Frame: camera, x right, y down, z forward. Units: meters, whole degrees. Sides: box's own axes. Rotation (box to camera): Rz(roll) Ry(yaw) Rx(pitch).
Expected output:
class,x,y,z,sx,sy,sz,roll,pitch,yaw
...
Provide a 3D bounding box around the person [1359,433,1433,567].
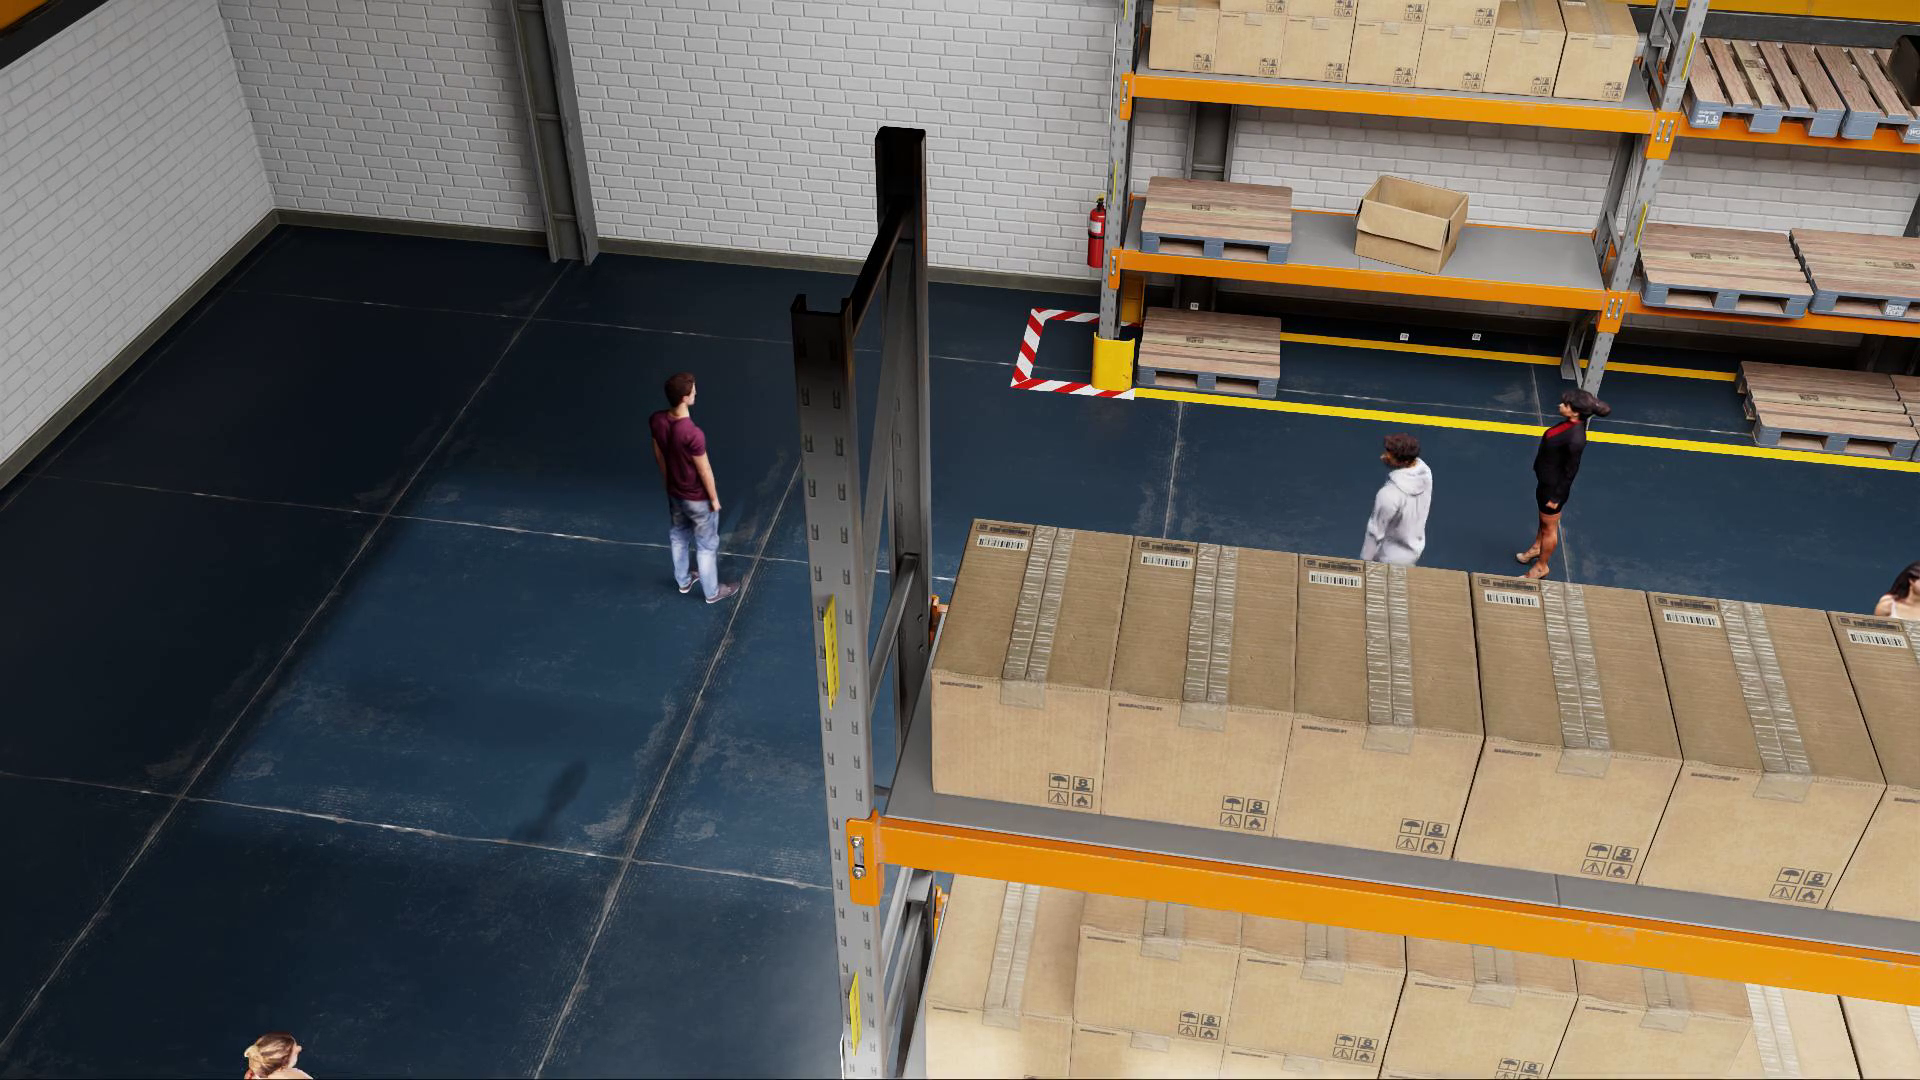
class,x,y,z,sx,sy,sz,roll,pitch,yaw
person,2.981,0.069,11.120,0.887,1.898,0.867,-27,46,-30

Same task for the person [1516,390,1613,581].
class,x,y,z,sx,sy,sz,roll,pitch,yaw
person,4.252,-0.386,11.896,0.635,1.640,0.577,10,40,12

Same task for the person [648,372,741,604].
class,x,y,z,sx,sy,sz,roll,pitch,yaw
person,-1.904,-0.358,11.696,0.647,1.847,0.797,23,44,26
